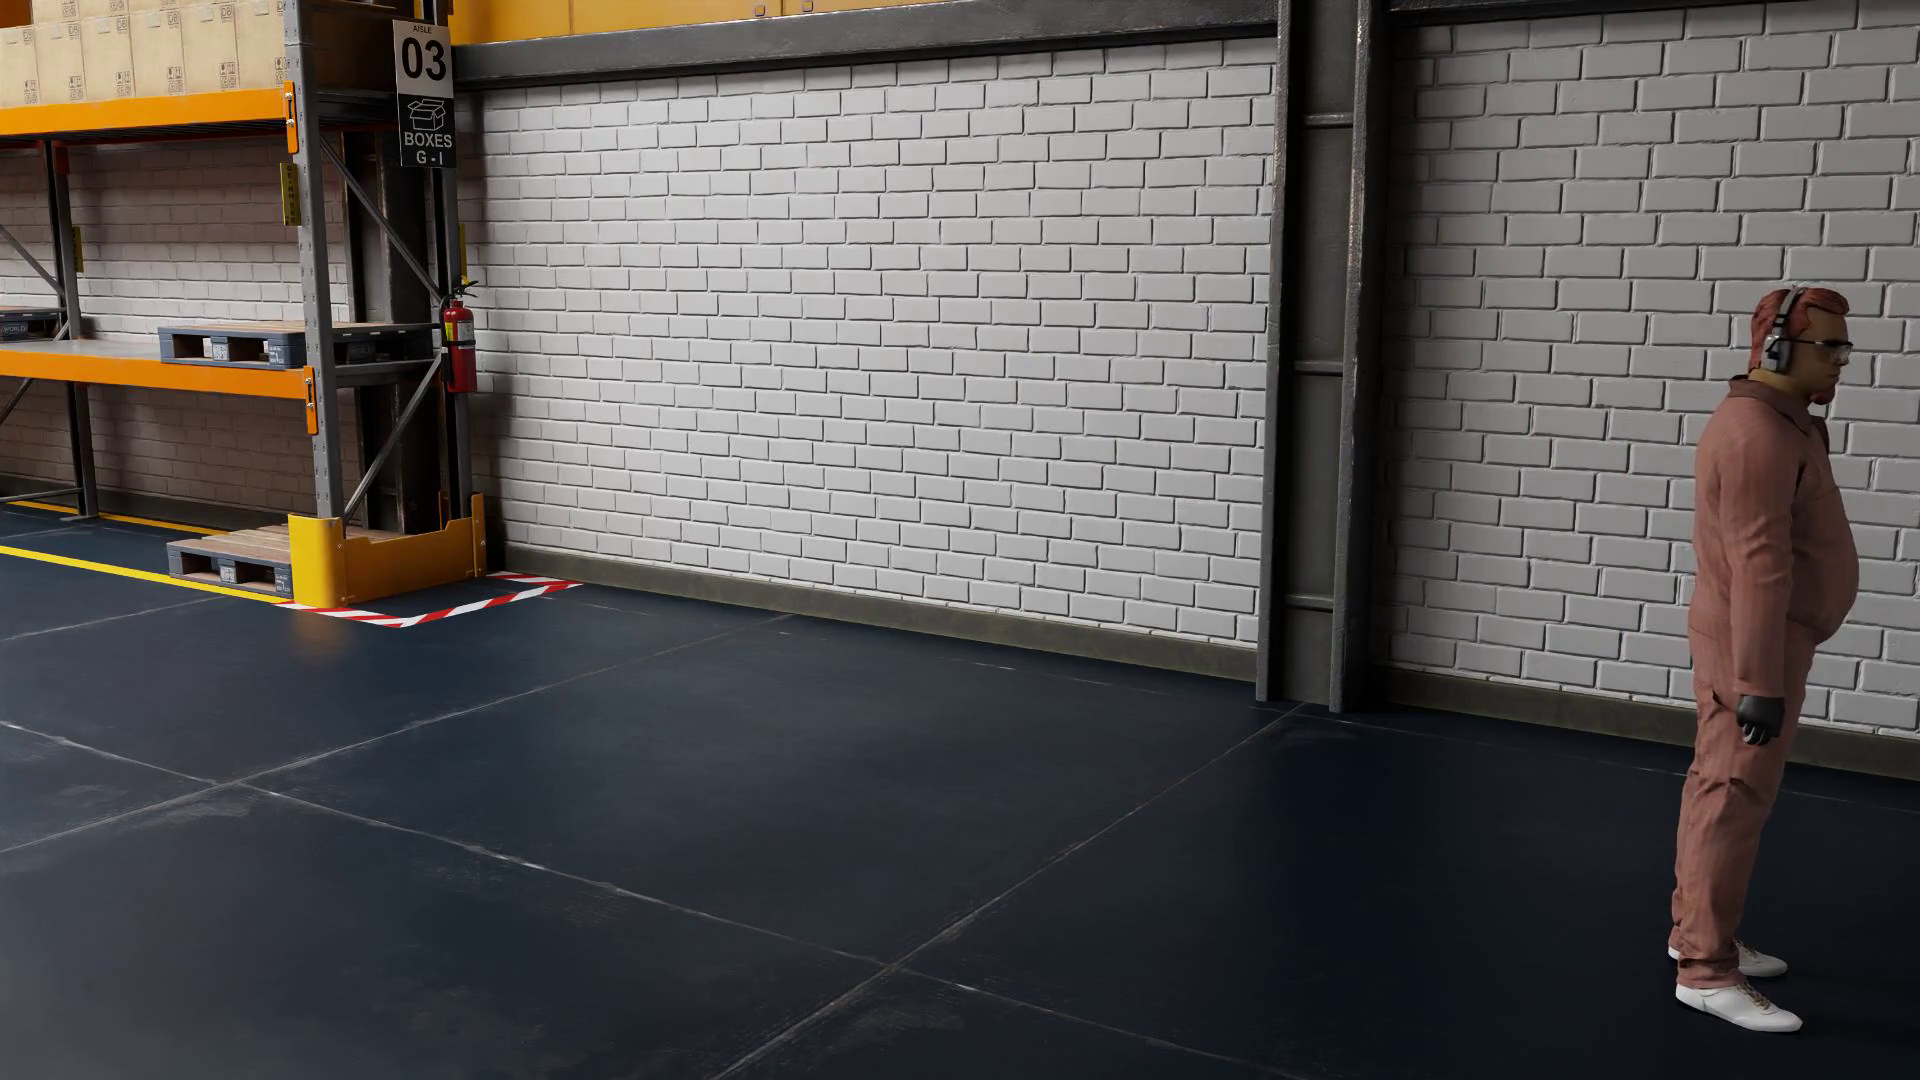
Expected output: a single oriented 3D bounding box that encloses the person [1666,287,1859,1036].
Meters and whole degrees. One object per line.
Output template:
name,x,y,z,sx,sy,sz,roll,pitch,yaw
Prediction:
person,2.103,0.300,4.347,0.403,1.904,0.652,4,11,22
